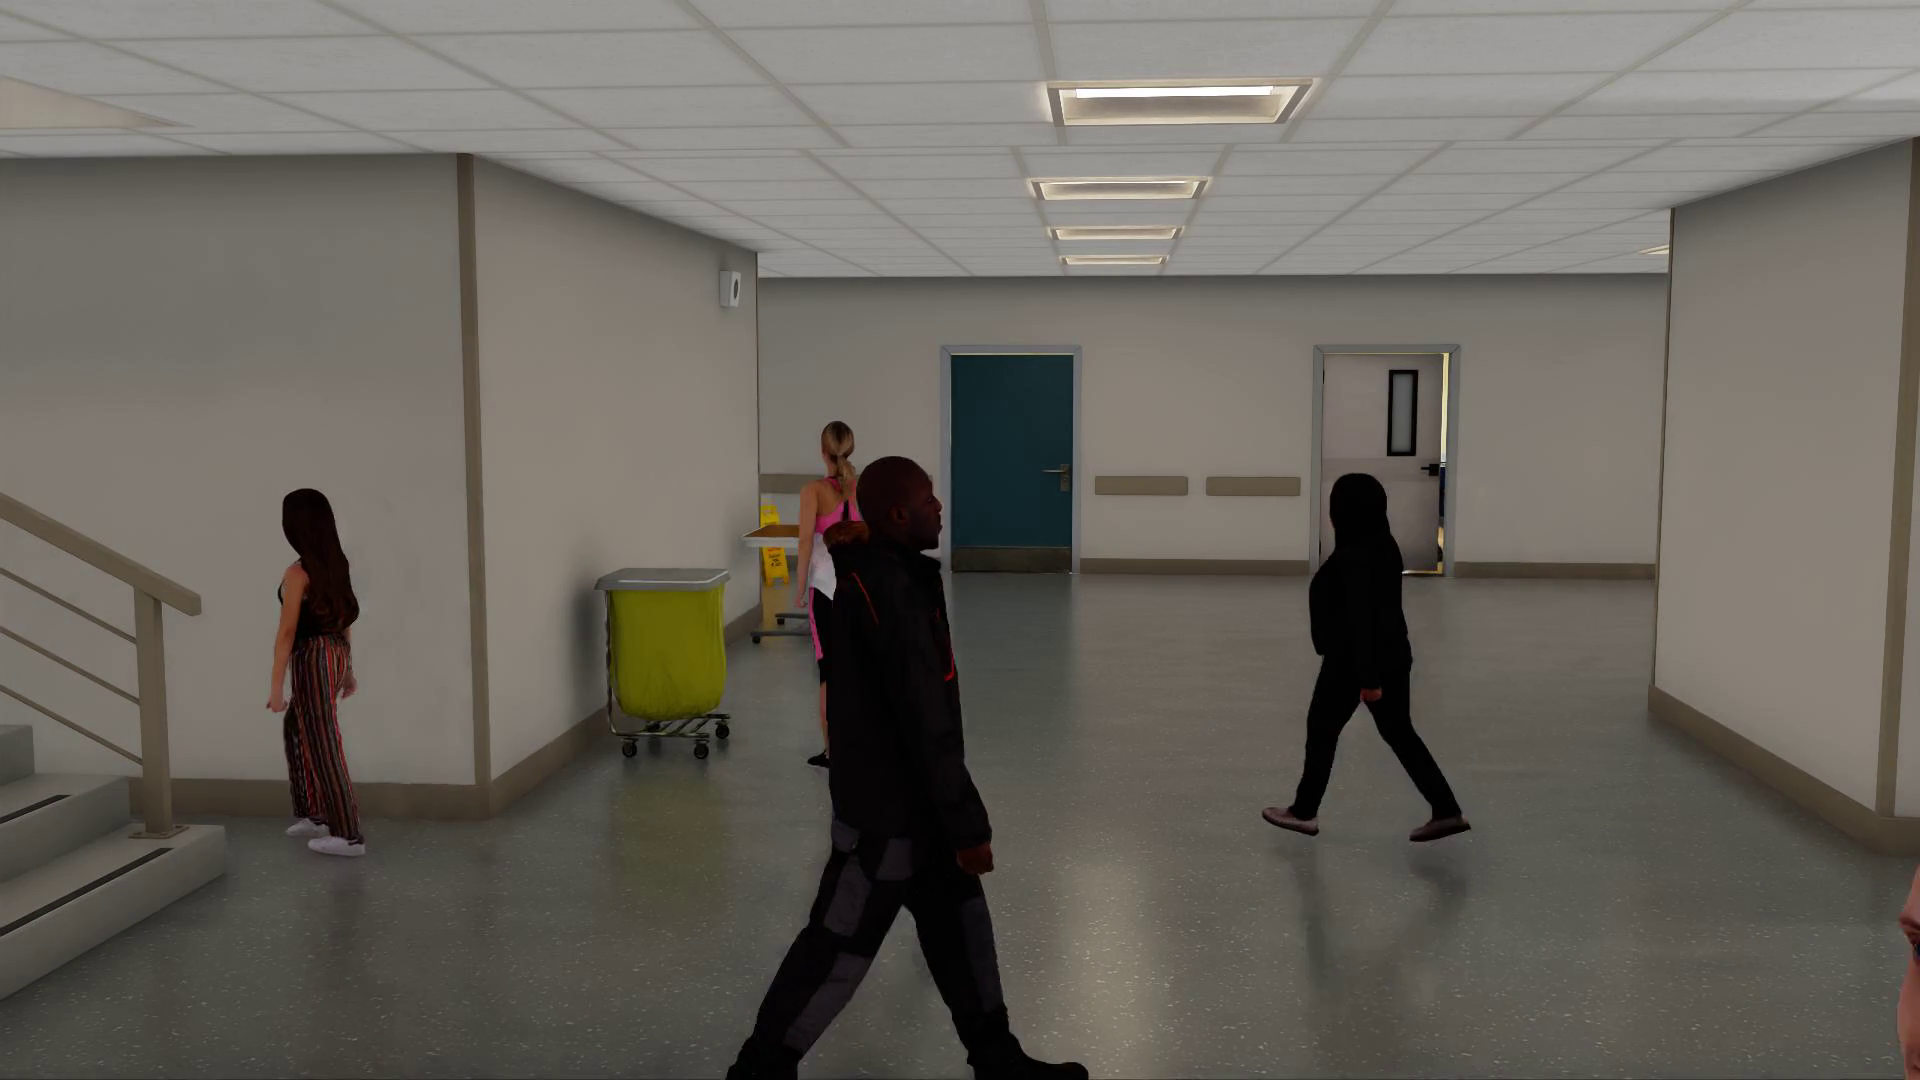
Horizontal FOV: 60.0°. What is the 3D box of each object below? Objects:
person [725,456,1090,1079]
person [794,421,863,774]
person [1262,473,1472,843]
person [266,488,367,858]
[{"bbox_3d":[-0.278,0.707,4.288,1.332,1.789,0.901,-1,6,-10],"label":"person"},{"bbox_3d":[-0.608,0.286,8.483,0.642,1.788,0.744,-3,7,-29],"label":"person"},{"bbox_3d":[1.803,0.538,7.036,1.209,1.576,0.994,4,7,34],"label":"person"},{"bbox_3d":[-2.611,0.558,6.965,0.681,1.550,0.620,1,6,12],"label":"person"}]
